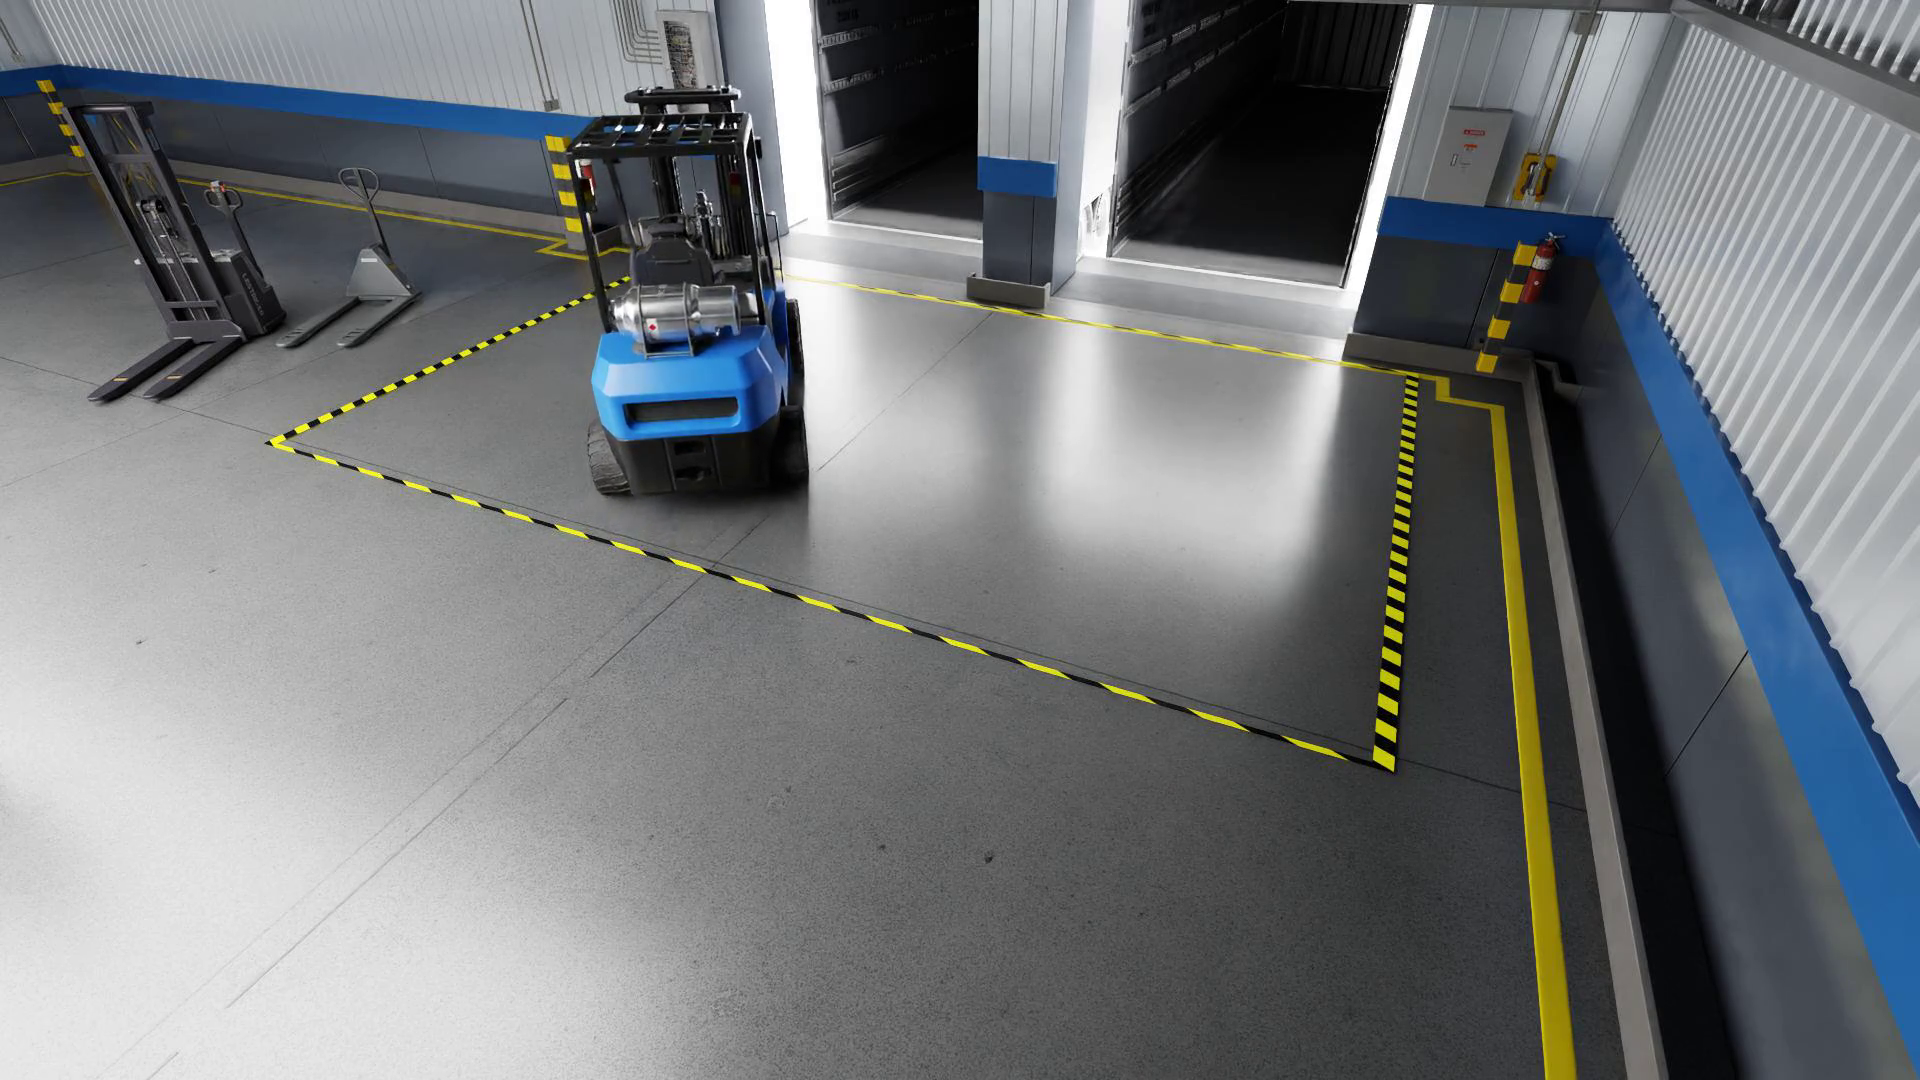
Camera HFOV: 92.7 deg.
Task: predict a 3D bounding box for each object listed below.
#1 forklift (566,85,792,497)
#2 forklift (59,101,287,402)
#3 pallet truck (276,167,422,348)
[{"bbox_3d":[-1.843,-1.827,6.322,1.157,2.036,2.680,-5,35,-7],"label":"forklift"},{"bbox_3d":[-6.686,-2.387,7.434,0.823,1.965,1.885,-3,35,-5],"label":"forklift"},{"bbox_3d":[-5.732,-2.611,8.414,0.680,1.201,1.601,-1,35,-1],"label":"pallet truck"}]
